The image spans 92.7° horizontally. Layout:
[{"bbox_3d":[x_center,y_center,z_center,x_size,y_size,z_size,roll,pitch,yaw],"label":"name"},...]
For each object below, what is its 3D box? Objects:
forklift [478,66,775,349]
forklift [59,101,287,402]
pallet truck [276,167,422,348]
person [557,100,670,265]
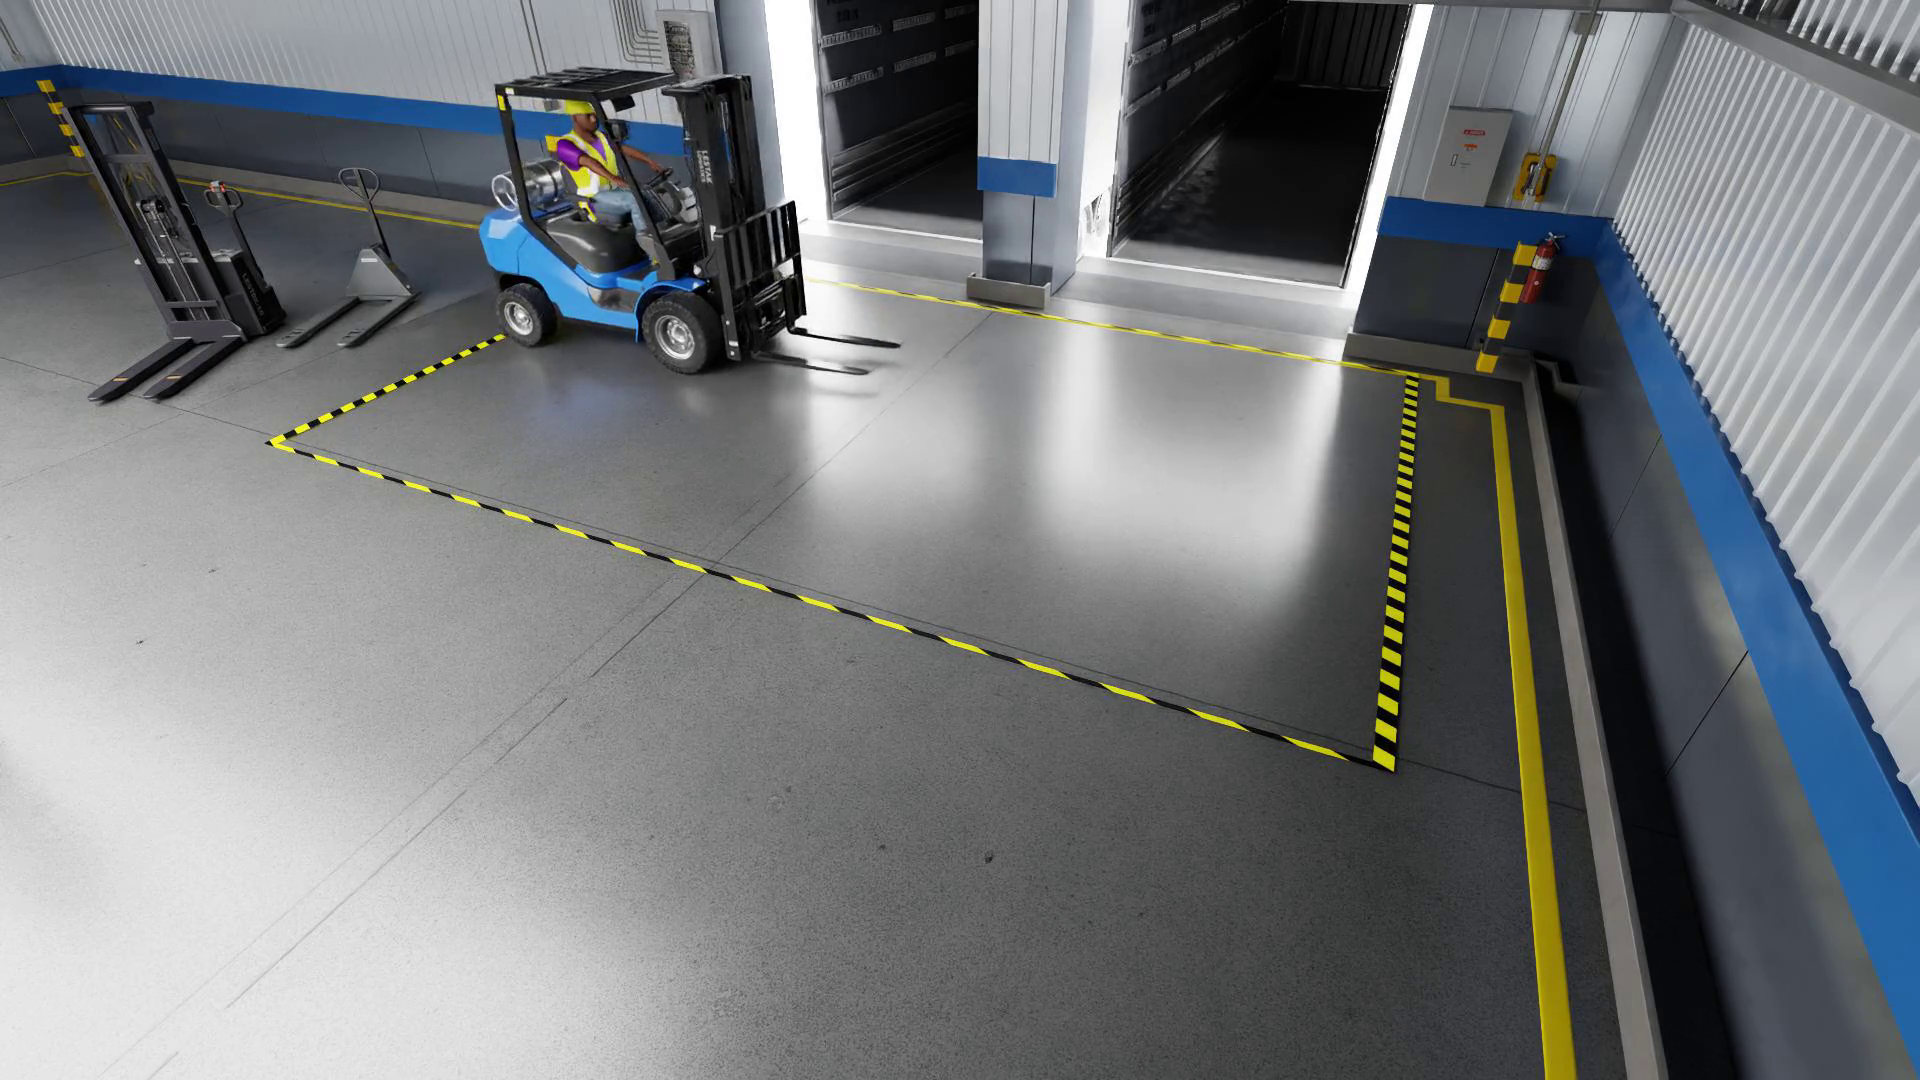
[{"bbox_3d":[-2.844,-2.856,7.794,2.680,2.036,1.157,13,37,18],"label":"forklift"},{"bbox_3d":[-6.686,-2.387,7.434,0.823,1.965,1.885,-3,35,-5],"label":"forklift"},{"bbox_3d":[-5.732,-2.611,8.414,0.680,1.201,1.601,-1,35,-1],"label":"pallet truck"},{"bbox_3d":[-2.792,-2.992,7.663,1.004,1.294,0.635,13,37,18],"label":"person"}]
